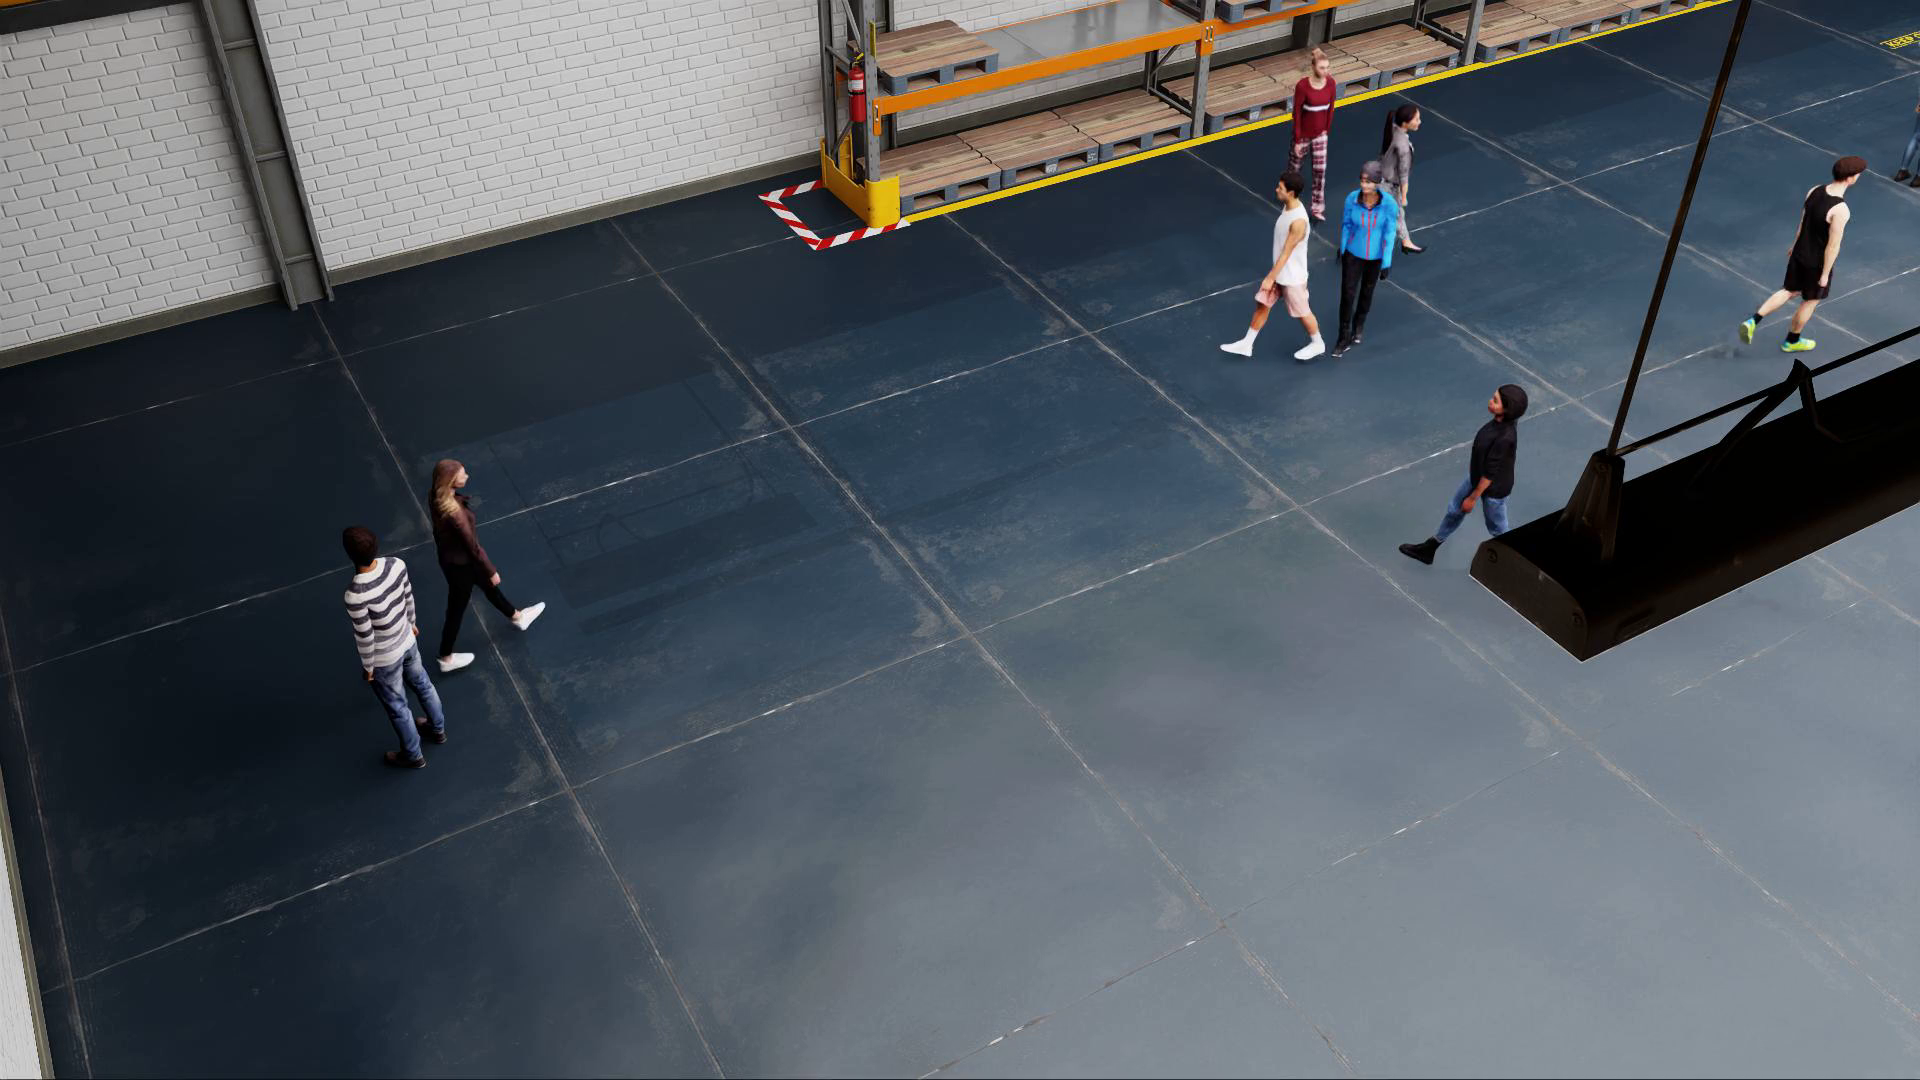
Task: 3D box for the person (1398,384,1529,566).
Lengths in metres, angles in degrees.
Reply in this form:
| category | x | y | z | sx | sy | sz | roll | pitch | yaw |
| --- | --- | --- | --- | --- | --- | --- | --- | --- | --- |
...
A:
| category | x | y | z | sx | sy | sz | roll | pitch | yaw |
| --- | --- | --- | --- | --- | --- | --- | --- | --- | --- |
| person | 3.877 | -0.357 | 11.878 | 1.097 | 1.667 | 0.984 | 5 | 39 | 7 |

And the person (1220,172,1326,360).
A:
| category | x | y | z | sx | sy | sz | roll | pitch | yaw |
| --- | --- | --- | --- | --- | --- | --- | --- | --- | --- |
| person | 2.907 | -2.280 | 14.231 | 1.250 | 1.736 | 0.964 | -4 | 39 | -5 |

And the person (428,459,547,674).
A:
| category | x | y | z | sx | sy | sz | roll | pitch | yaw |
| --- | --- | --- | --- | --- | --- | --- | --- | --- | --- |
| person | -3.430 | 0.222 | 11.165 | 1.061 | 1.652 | 0.629 | -22 | 44 | -25 |

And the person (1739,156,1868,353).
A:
| category | x | y | z | sx | sy | sz | roll | pitch | yaw |
| --- | --- | --- | --- | --- | --- | --- | --- | --- | --- |
| person | 7.252 | -2.418 | 14.295 | 1.086 | 1.873 | 0.877 | -8 | 39 | -10 |

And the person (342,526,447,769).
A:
| category | x | y | z | sx | sy | sz | roll | pitch | yaw |
| --- | --- | --- | --- | --- | --- | --- | --- | --- | --- |
| person | -3.577 | 0.665 | 10.449 | 0.784 | 1.854 | 0.679 | 16 | 41 | 19 |

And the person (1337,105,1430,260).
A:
| category | x | y | z | sx | sy | sz | roll | pitch | yaw |
| --- | --- | --- | --- | --- | --- | --- | --- | --- | --- |
| person | 3.908 | -3.273 | 15.572 | 1.215 | 1.614 | 0.983 | -2 | 39 | -3 |

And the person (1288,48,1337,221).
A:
| category | x | y | z | sx | sy | sz | roll | pitch | yaw |
| --- | --- | --- | --- | --- | --- | --- | --- | --- | --- |
| person | 3.430 | -4.055 | 16.506 | 0.931 | 1.671 | 0.853 | -7 | 39 | -9 |

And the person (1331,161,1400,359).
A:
| category | x | y | z | sx | sy | sz | roll | pitch | yaw |
| --- | --- | --- | --- | --- | --- | --- | --- | --- | --- |
| person | 3.547 | -2.512 | 14.488 | 0.932 | 1.777 | 1.020 | 11 | 40 | 14 |
